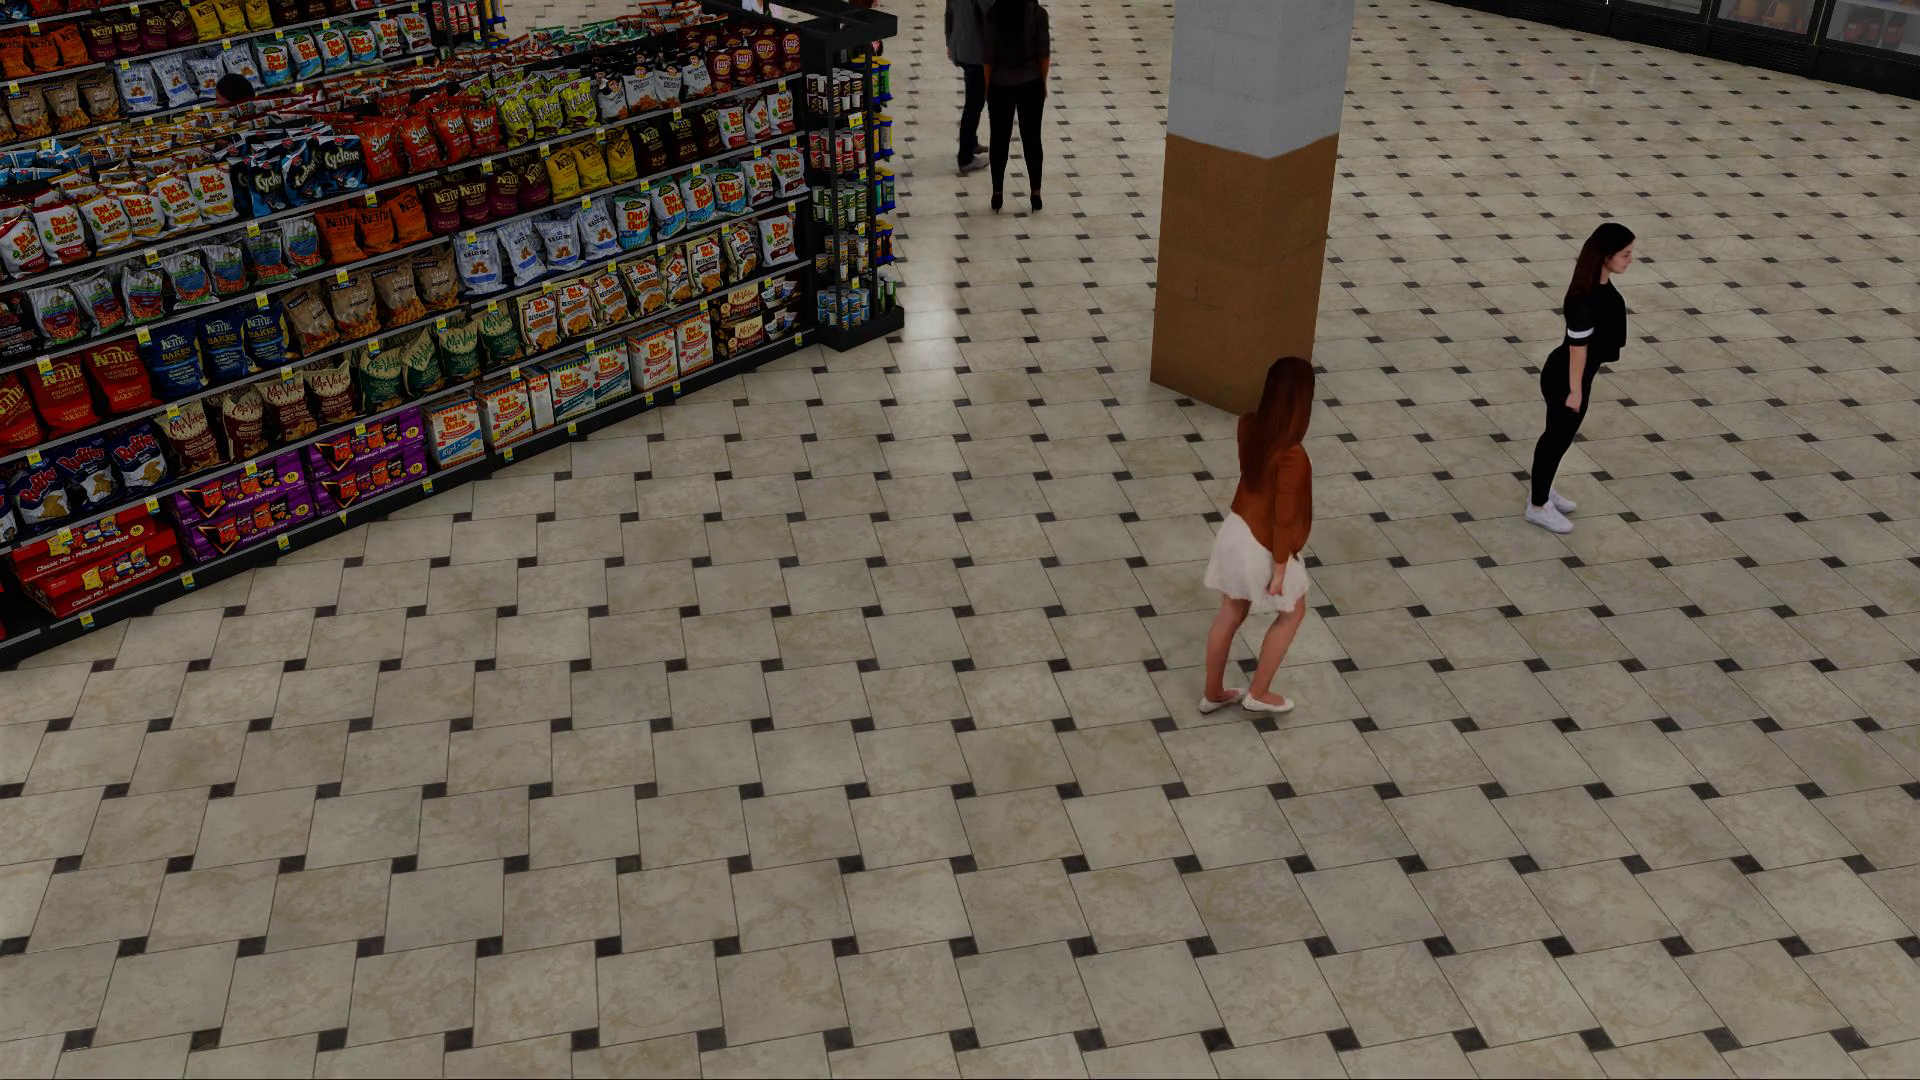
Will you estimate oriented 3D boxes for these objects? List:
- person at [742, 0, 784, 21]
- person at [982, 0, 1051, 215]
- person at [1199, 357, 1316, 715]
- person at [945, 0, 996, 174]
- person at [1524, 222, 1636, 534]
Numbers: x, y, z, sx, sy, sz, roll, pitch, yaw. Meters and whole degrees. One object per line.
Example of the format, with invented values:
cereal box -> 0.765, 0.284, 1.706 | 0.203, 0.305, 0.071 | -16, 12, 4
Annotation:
person -> -1.752, -4.656, 14.386 | 0.917, 1.815, 0.859 | -1, 32, -2
person -> 0.411, -3.300, 12.182 | 0.748, 1.841, 0.794 | 3, 32, 4
person -> 1.173, 0.050, 6.930 | 0.719, 1.701, 0.707 | -17, 36, -25
person -> 0.043, -3.773, 12.927 | 0.773, 1.857, 0.769 | -17, 36, -25
person -> 3.100, -0.830, 8.404 | 0.747, 1.638, 0.638 | 13, 34, 20
